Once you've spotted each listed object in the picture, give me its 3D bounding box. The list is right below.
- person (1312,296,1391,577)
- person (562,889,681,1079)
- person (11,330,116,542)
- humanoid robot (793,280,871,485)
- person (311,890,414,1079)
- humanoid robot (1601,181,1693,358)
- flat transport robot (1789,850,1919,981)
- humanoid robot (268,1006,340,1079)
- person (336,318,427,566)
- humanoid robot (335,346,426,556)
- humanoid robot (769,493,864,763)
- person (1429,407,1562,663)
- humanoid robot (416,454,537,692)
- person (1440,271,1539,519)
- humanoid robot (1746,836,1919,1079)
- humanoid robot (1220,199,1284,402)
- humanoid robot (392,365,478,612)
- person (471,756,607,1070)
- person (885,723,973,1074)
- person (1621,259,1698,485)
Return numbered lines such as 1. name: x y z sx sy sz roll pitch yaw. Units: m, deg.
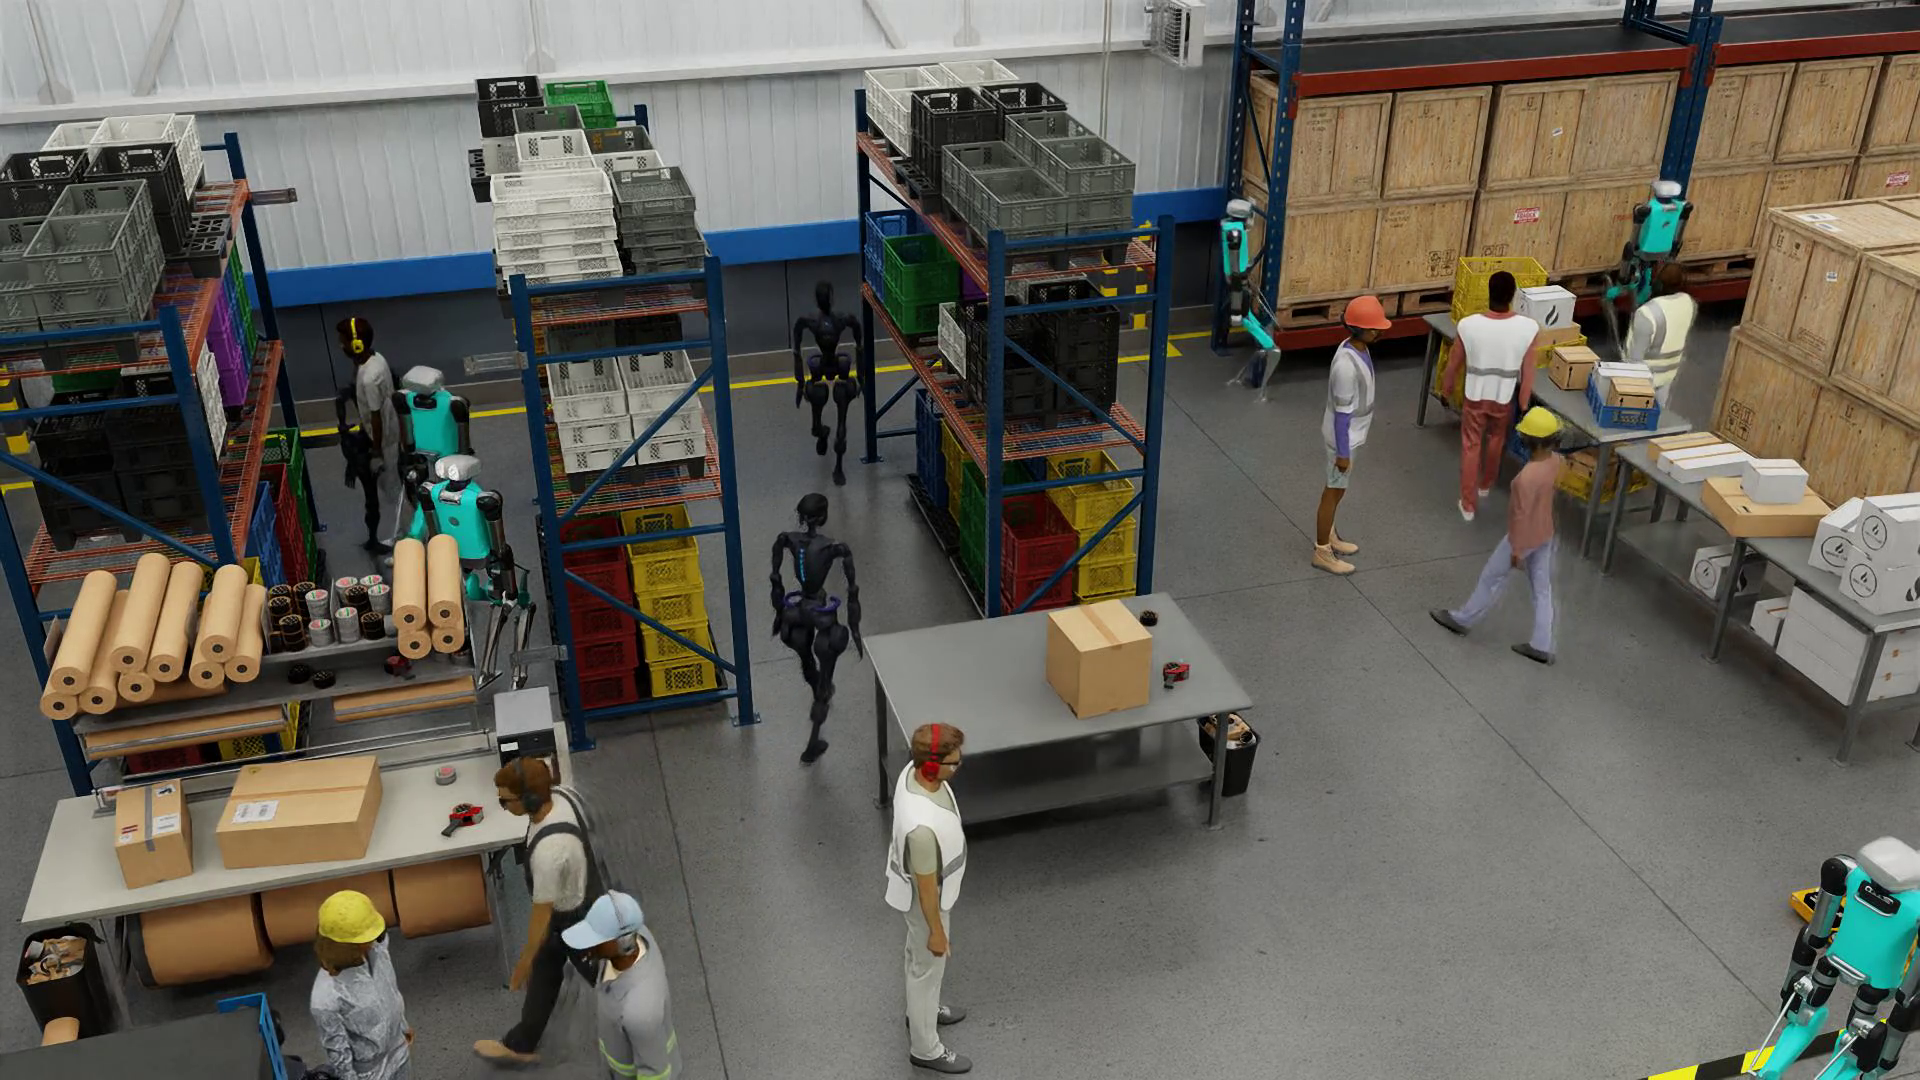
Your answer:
1. person: 2.733 -0.742 11.672 0.374 2.044 0.604 9 30 16
2. person: -1.307 2.133 6.636 0.382 1.851 0.596 -9 30 -16
3. person: -6.573 -0.858 12.078 0.493 1.861 0.321 7 29 12
4. humanoid robot: -1.002 -1.283 13.052 0.588 1.642 0.589 -2 29 -4
5. person: -2.368 2.118 6.775 0.316 1.742 0.491 5 29 9
6. humanoid robot: 6.122 -2.442 15.099 0.556 1.794 0.768 -5 29 -9
7. flat transport robot: 5.163 1.916 8.676 1.431 0.231 0.659 -8 30 -14
8. humanoid robot: -2.506 2.401 6.324 0.600 1.655 0.339 -1 29 -2
9. person: -4.091 -0.695 11.784 0.329 1.855 0.512 -9 30 -16
10. humanoid robot: -4.177 -0.670 11.922 0.325 1.644 0.607 20 34 32
11. humanoid robot: -0.851 0.467 9.894 0.610 1.624 0.755 10 30 17
12. person: 3.576 -0.071 10.770 0.885 1.718 0.541 25 38 38
13. humanoid robot: -2.867 0.152 10.221 0.533 1.677 0.735 8 30 14
14. person: 3.949 -1.139 12.539 0.621 1.894 0.767 5 29 9
15. humanoid robot: 3.504 2.017 6.827 0.735 1.677 0.533 -16 33 -27
16. humanoid robot: 2.609 -2.050 14.402 0.801 1.803 0.533 4 29 6
17. humanoid robot: -3.536 -0.220 11.075 0.550 1.841 0.658 6 29 12
18. person: -1.835 1.724 7.431 0.941 1.787 0.542 -5 29 -10
19. person: -0.146 1.616 7.586 0.389 1.842 0.565 -2 29 -3
20. person: 5.386 -1.284 12.895 0.631 1.815 0.814 -14 32 -24
